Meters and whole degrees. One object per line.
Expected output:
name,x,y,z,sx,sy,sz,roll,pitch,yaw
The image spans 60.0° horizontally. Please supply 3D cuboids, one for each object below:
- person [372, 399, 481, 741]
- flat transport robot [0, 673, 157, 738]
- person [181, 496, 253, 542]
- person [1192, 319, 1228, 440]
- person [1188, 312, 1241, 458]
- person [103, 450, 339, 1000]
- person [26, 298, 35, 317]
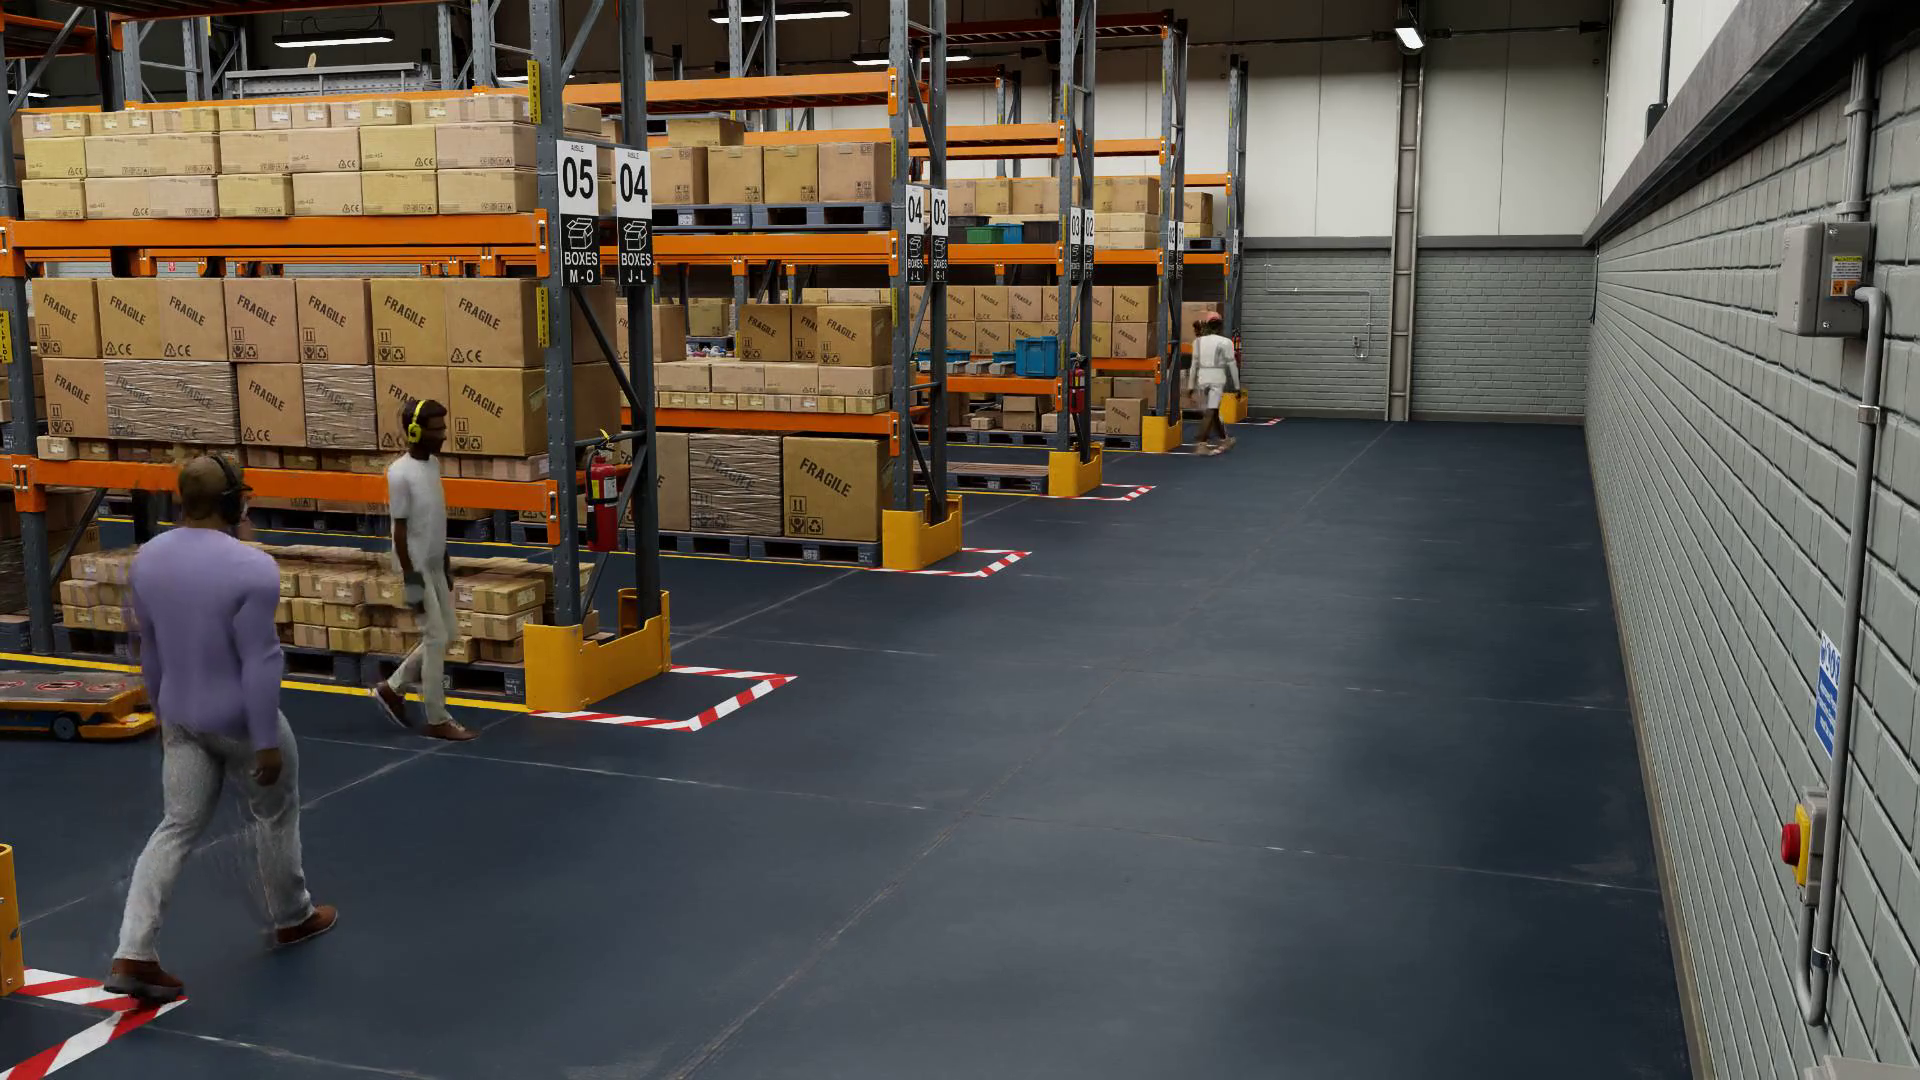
person,-2.869,0.167,8.897,0.554,1.849,0.537,1,9,5
flat transport robot,-5.066,0.900,9.211,1.431,0.197,0.652,1,9,6
person,-6.062,-0.565,13.361,0.838,1.874,0.665,4,10,25
person,3.716,-2.362,24.708,0.557,1.839,0.697,-8,12,-42
person,3.549,-2.144,22.898,1.081,1.963,0.663,-9,13,-44
person,-2.638,0.632,5.832,0.639,1.901,0.976,3,10,19
person,-20.897,-4.451,37.253,0.391,1.992,0.622,5,10,26
